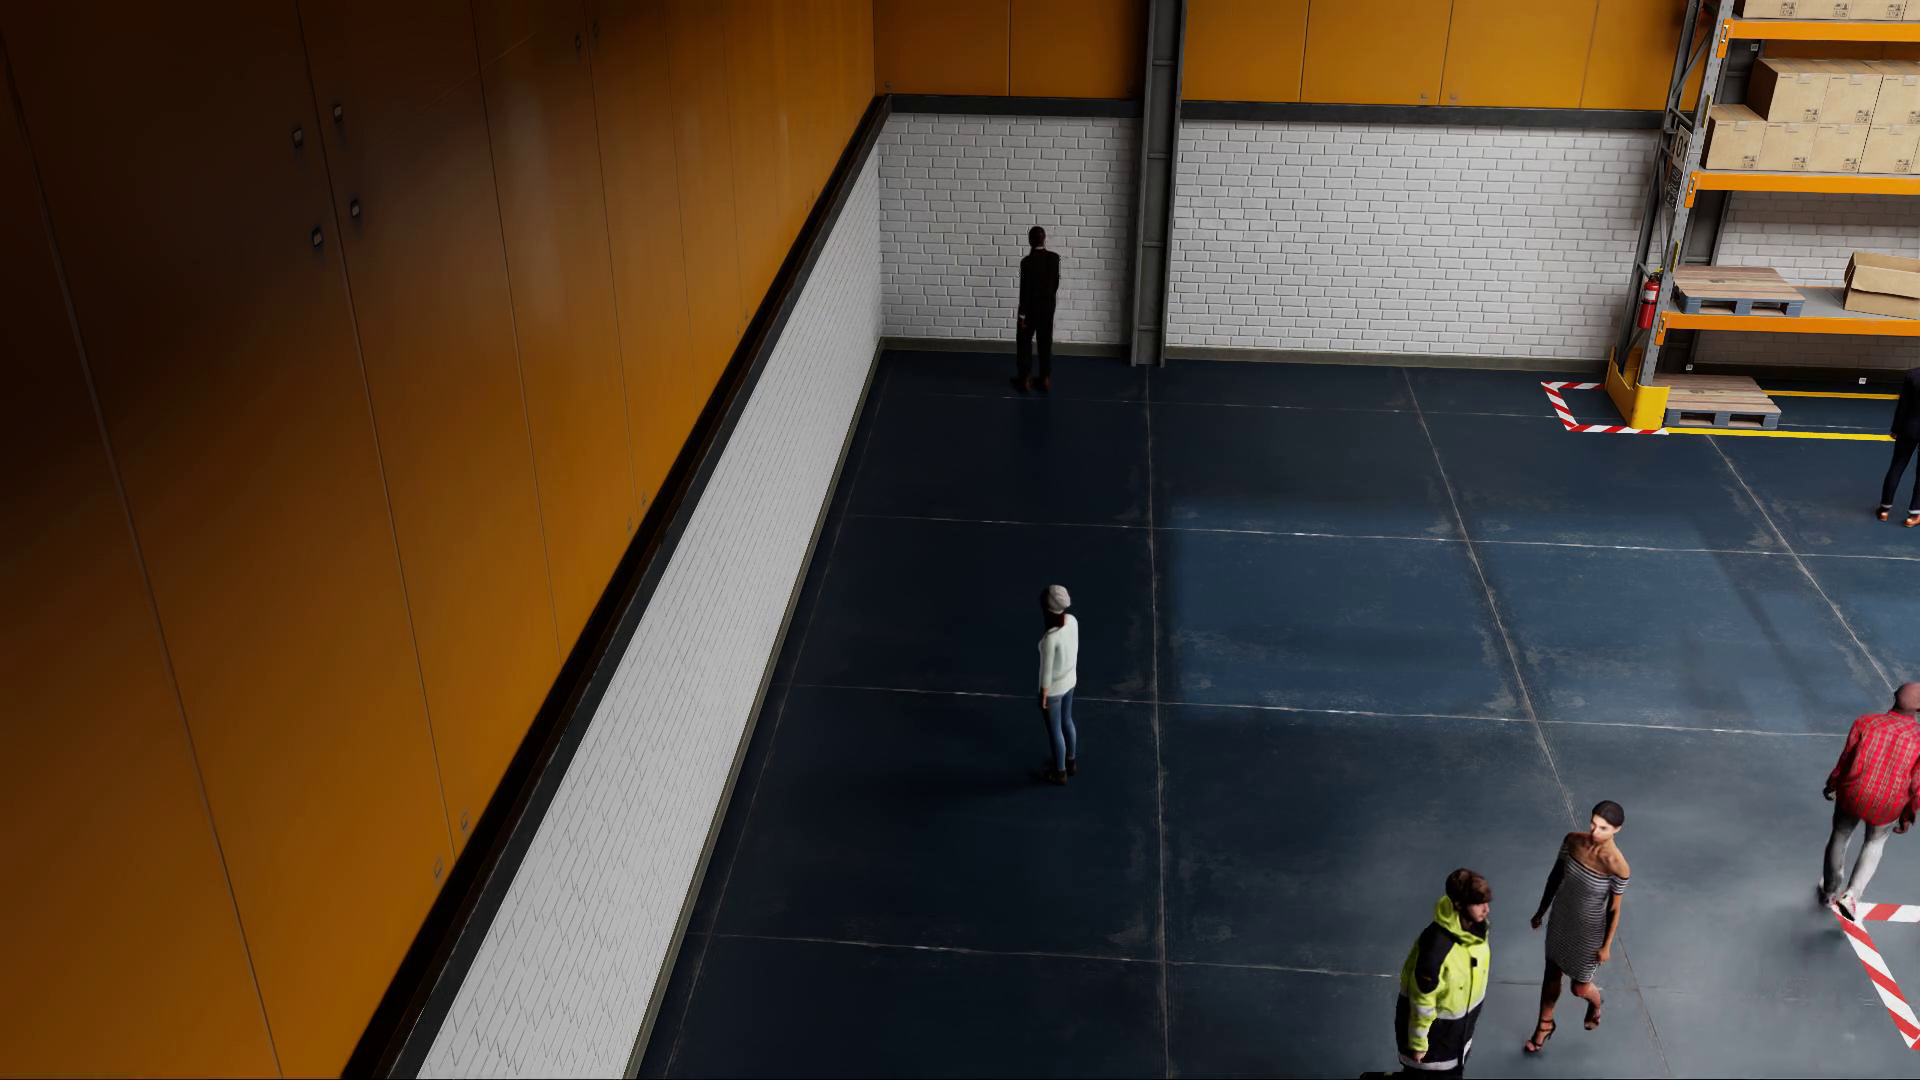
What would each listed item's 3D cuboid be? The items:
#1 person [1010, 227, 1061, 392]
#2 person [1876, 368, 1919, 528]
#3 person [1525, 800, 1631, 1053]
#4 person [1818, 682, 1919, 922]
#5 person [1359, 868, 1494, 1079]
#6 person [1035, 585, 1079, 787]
[{"bbox_3d":[0.913,-2.564,18.558,0.812,1.899,0.901,-13,31,-23],"label":"person"},{"bbox_3d":[9.113,-1.002,15.781,0.736,1.817,0.845,20,35,32],"label":"person"},{"bbox_3d":[3.682,2.267,9.794,0.890,1.812,0.822,-17,33,-29],"label":"person"},{"bbox_3d":[5.912,1.722,10.800,0.943,1.804,0.976,16,33,27],"label":"person"},{"bbox_3d":[2.546,2.558,9.100,0.988,1.965,1.047,-24,37,-37],"label":"person"},{"bbox_3d":[0.721,1.050,12.197,0.653,1.647,0.637,18,33,29],"label":"person"}]
